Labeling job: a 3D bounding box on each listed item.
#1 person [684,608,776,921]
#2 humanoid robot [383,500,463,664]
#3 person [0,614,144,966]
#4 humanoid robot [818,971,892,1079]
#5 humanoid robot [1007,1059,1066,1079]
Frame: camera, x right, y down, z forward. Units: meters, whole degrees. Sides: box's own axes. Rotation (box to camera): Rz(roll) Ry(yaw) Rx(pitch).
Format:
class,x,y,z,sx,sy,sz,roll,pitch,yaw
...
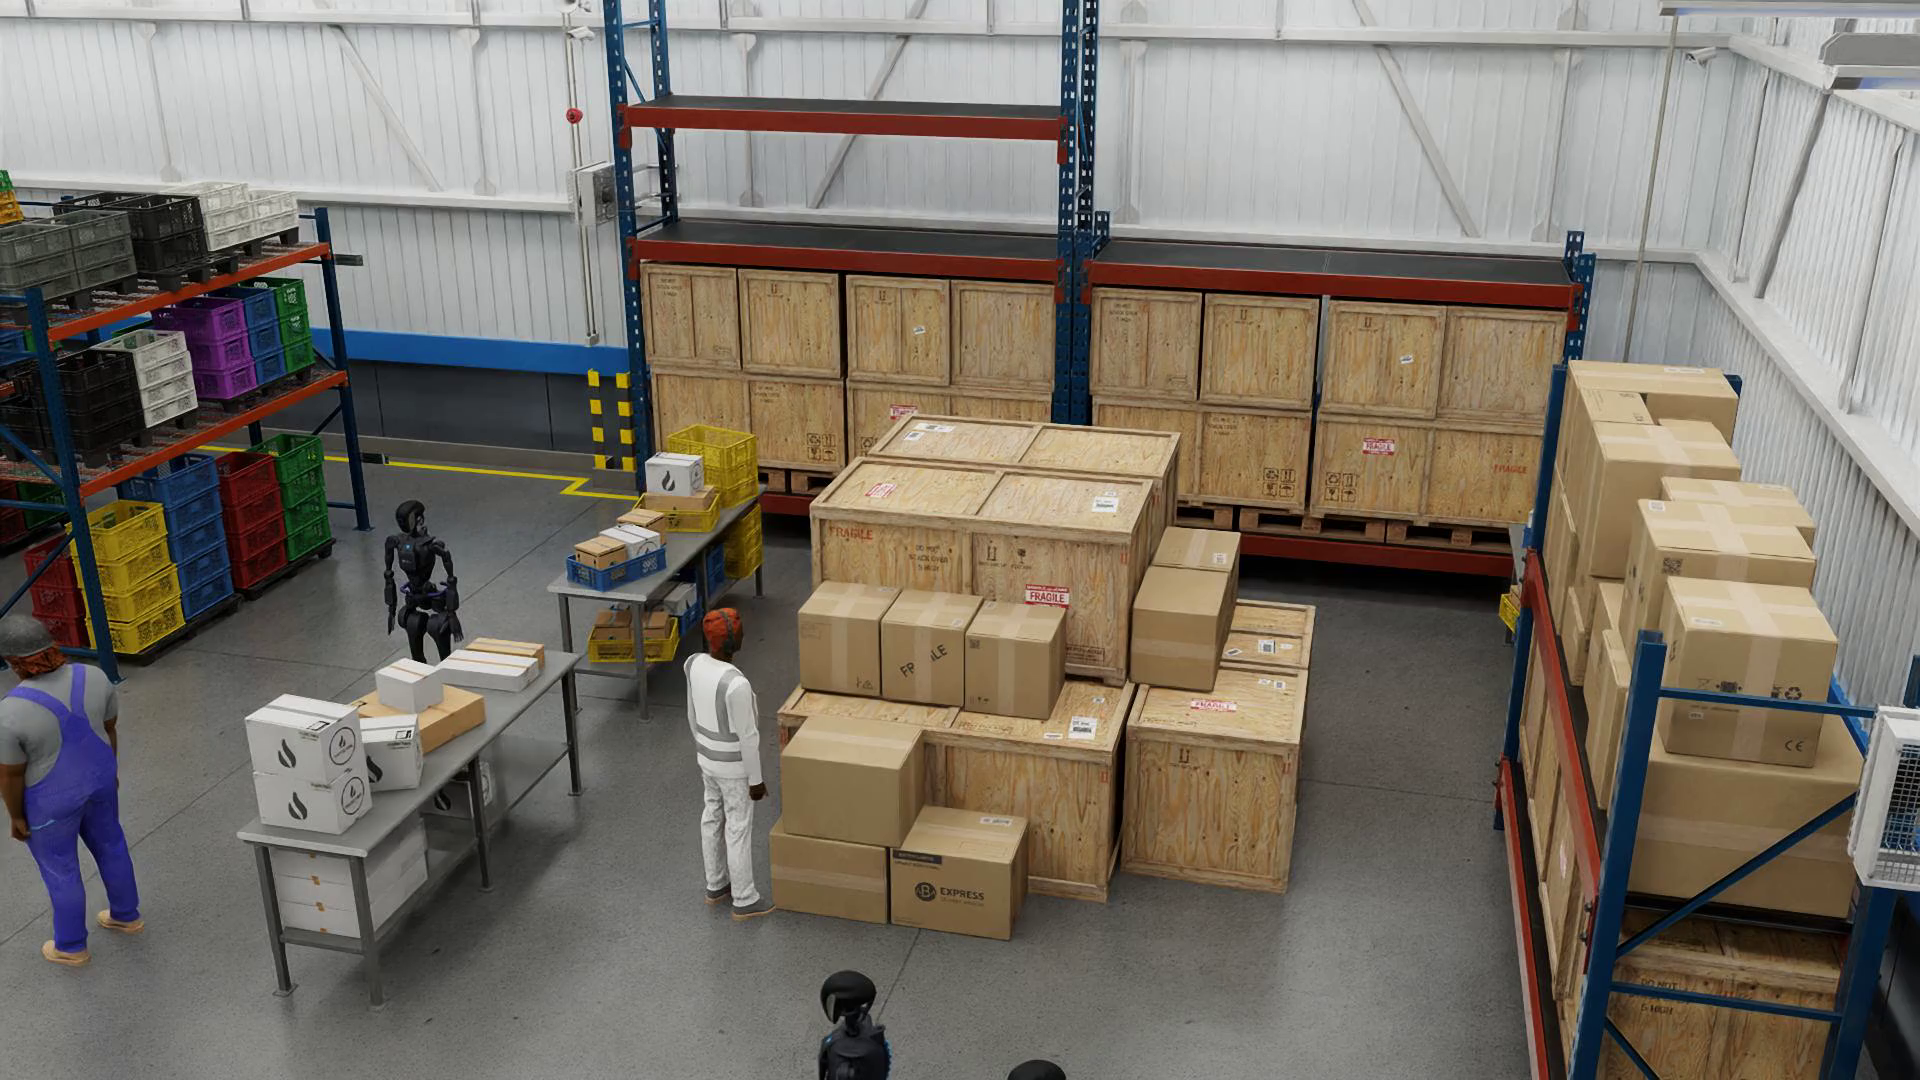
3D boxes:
class,x,y,z,sx,sy,sz,roll,pitch,yaw
person,-1.312,1.268,9.468,0.354,1.883,0.572,-18,27,-39
humanoid robot,-3.776,0.501,11.742,0.610,1.657,0.321,6,22,15
person,-4.918,1.334,9.078,0.536,2.000,0.679,11,23,26
humanoid robot,-0.410,2.443,6.662,0.326,1.657,0.593,1,21,3
humanoid robot,0.261,2.630,6.172,0.327,1.657,0.589,-7,22,-17
